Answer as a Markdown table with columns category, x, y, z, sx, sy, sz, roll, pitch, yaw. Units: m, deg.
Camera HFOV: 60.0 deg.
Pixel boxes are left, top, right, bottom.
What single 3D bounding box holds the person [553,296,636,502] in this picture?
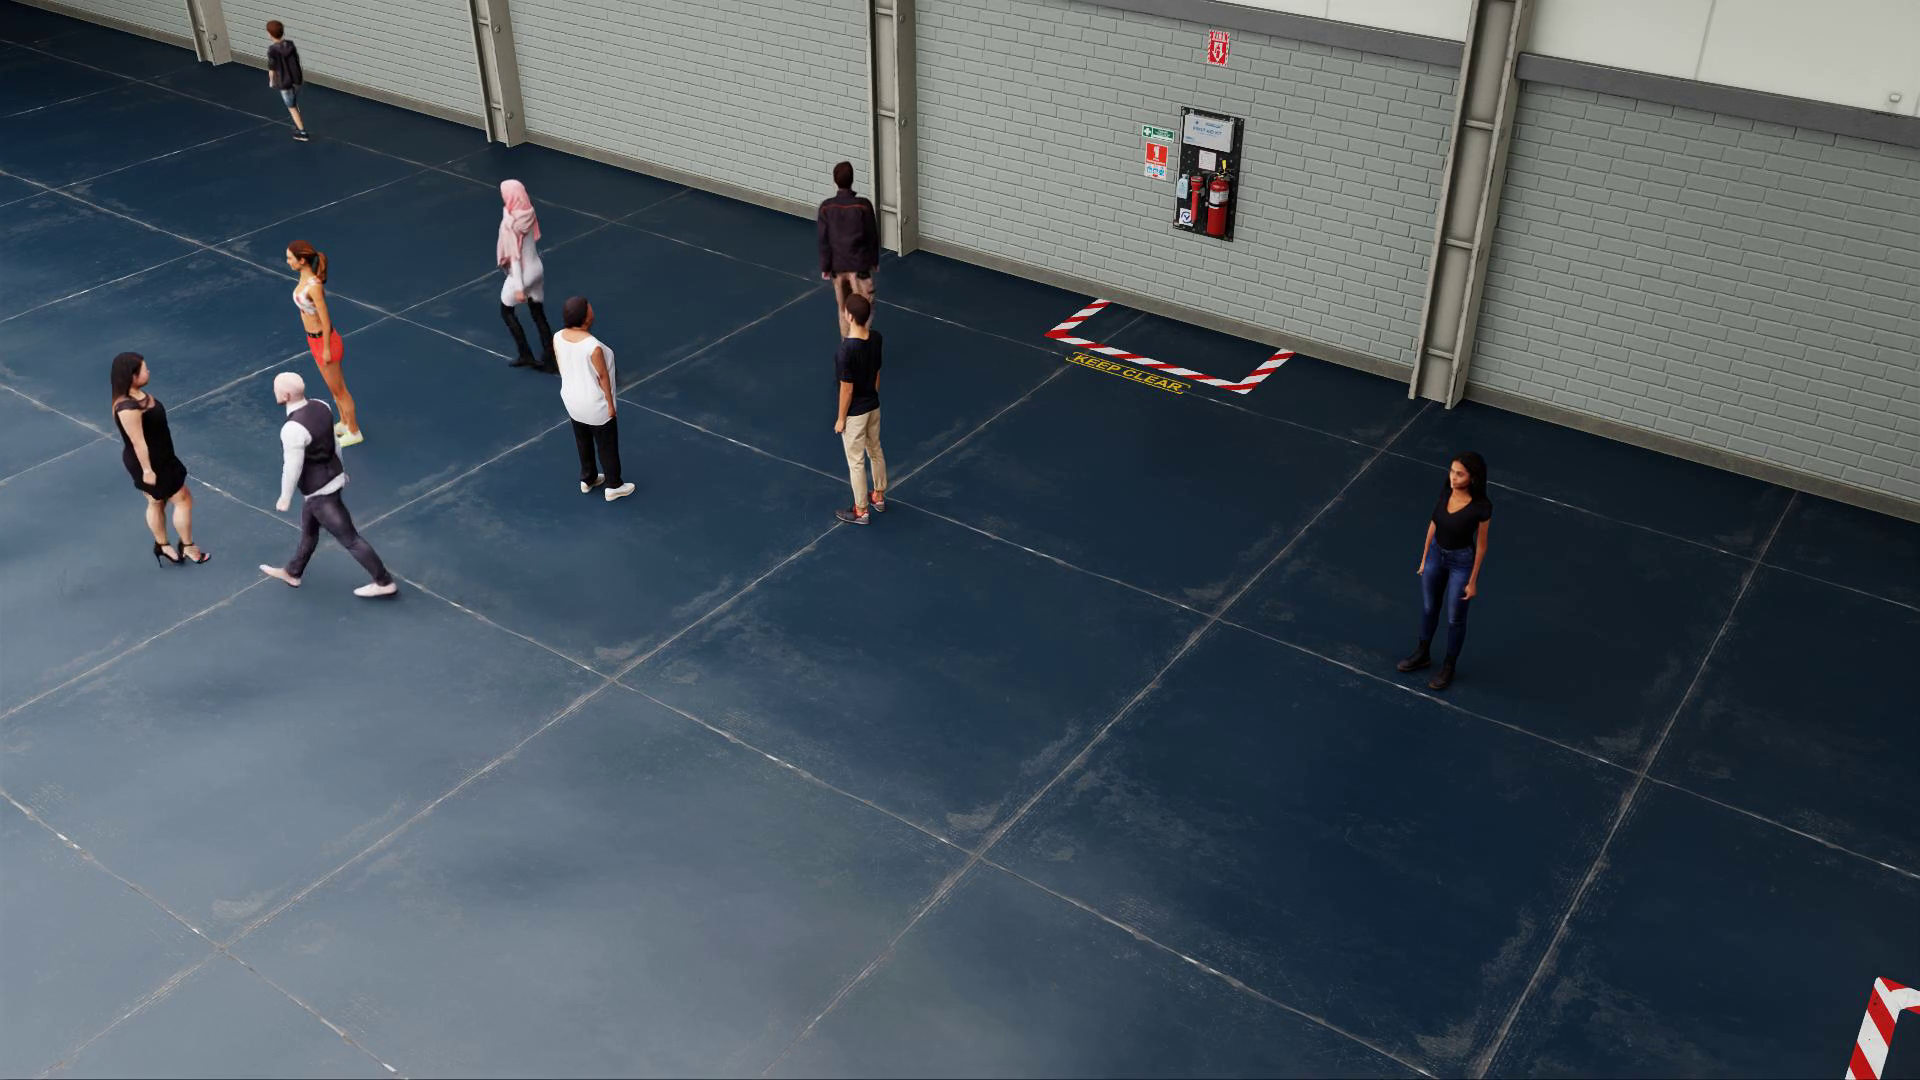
| category | x | y | z | sx | sy | sz | roll | pitch | yaw |
| --- | --- | --- | --- | --- | --- | --- | --- | --- | --- |
| person | -2.867 | -1.115 | 12.942 | 0.524 | 1.688 | 0.699 | 20 | 37 | 28 |

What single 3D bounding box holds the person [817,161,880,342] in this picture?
| category | x | y | z | sx | sy | sz | roll | pitch | yaw |
| --- | --- | --- | --- | --- | --- | --- | --- | --- | --- |
| person | -0.969 | -2.376 | 14.743 | 1.205 | 1.900 | 1.084 | 4 | 32 | 7 |

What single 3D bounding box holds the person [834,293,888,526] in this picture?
| category | x | y | z | sx | sy | sz | roll | pitch | yaw |
| --- | --- | --- | --- | --- | --- | --- | --- | --- | --- |
| person | -0.754 | -0.993 | 12.590 | 0.502 | 1.858 | 0.644 | 20 | 37 | 28 |

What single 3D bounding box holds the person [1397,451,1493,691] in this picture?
| category | x | y | z | sx | sy | sz | roll | pitch | yaw |
| --- | --- | --- | --- | --- | --- | --- | --- | --- | --- |
| person | 3.206 | 0.183 | 10.838 | 0.688 | 1.738 | 0.557 | -24 | 39 | -32 |

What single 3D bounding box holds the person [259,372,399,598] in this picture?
| category | x | y | z | sx | sy | sz | roll | pitch | yaw |
| --- | --- | --- | --- | --- | --- | --- | --- | --- | --- |
| person | -4.356 | -0.316 | 11.599 | 1.327 | 1.770 | 1.155 | 0 | 32 | -1 |

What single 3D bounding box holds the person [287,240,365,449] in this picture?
| category | x | y | z | sx | sy | sz | roll | pitch | yaw |
| --- | --- | --- | --- | --- | --- | --- | --- | --- | --- |
| person | -5.206 | -1.611 | 13.634 | 0.721 | 1.789 | 0.601 | -17 | 36 | -25 |

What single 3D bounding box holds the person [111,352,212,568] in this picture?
| category | x | y | z | sx | sy | sz | roll | pitch | yaw |
| --- | --- | --- | --- | --- | --- | --- | --- | --- | --- |
| person | -5.921 | -0.531 | 12.004 | 0.839 | 1.702 | 0.720 | -16 | 36 | -24 |

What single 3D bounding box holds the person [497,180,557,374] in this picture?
| category | x | y | z | sx | sy | sz | roll | pitch | yaw |
| --- | --- | --- | --- | --- | --- | --- | --- | --- | --- |
| person | -3.763 | -2.302 | 14.730 | 0.758 | 1.788 | 0.720 | 11 | 34 | 17 |

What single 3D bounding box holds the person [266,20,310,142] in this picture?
| category | x | y | z | sx | sy | sz | roll | pitch | yaw |
| --- | --- | --- | --- | --- | --- | --- | --- | --- | --- |
| person | -8.141 | -5.568 | 20.242 | 0.621 | 1.432 | 0.550 | 18 | 36 | 26 |
